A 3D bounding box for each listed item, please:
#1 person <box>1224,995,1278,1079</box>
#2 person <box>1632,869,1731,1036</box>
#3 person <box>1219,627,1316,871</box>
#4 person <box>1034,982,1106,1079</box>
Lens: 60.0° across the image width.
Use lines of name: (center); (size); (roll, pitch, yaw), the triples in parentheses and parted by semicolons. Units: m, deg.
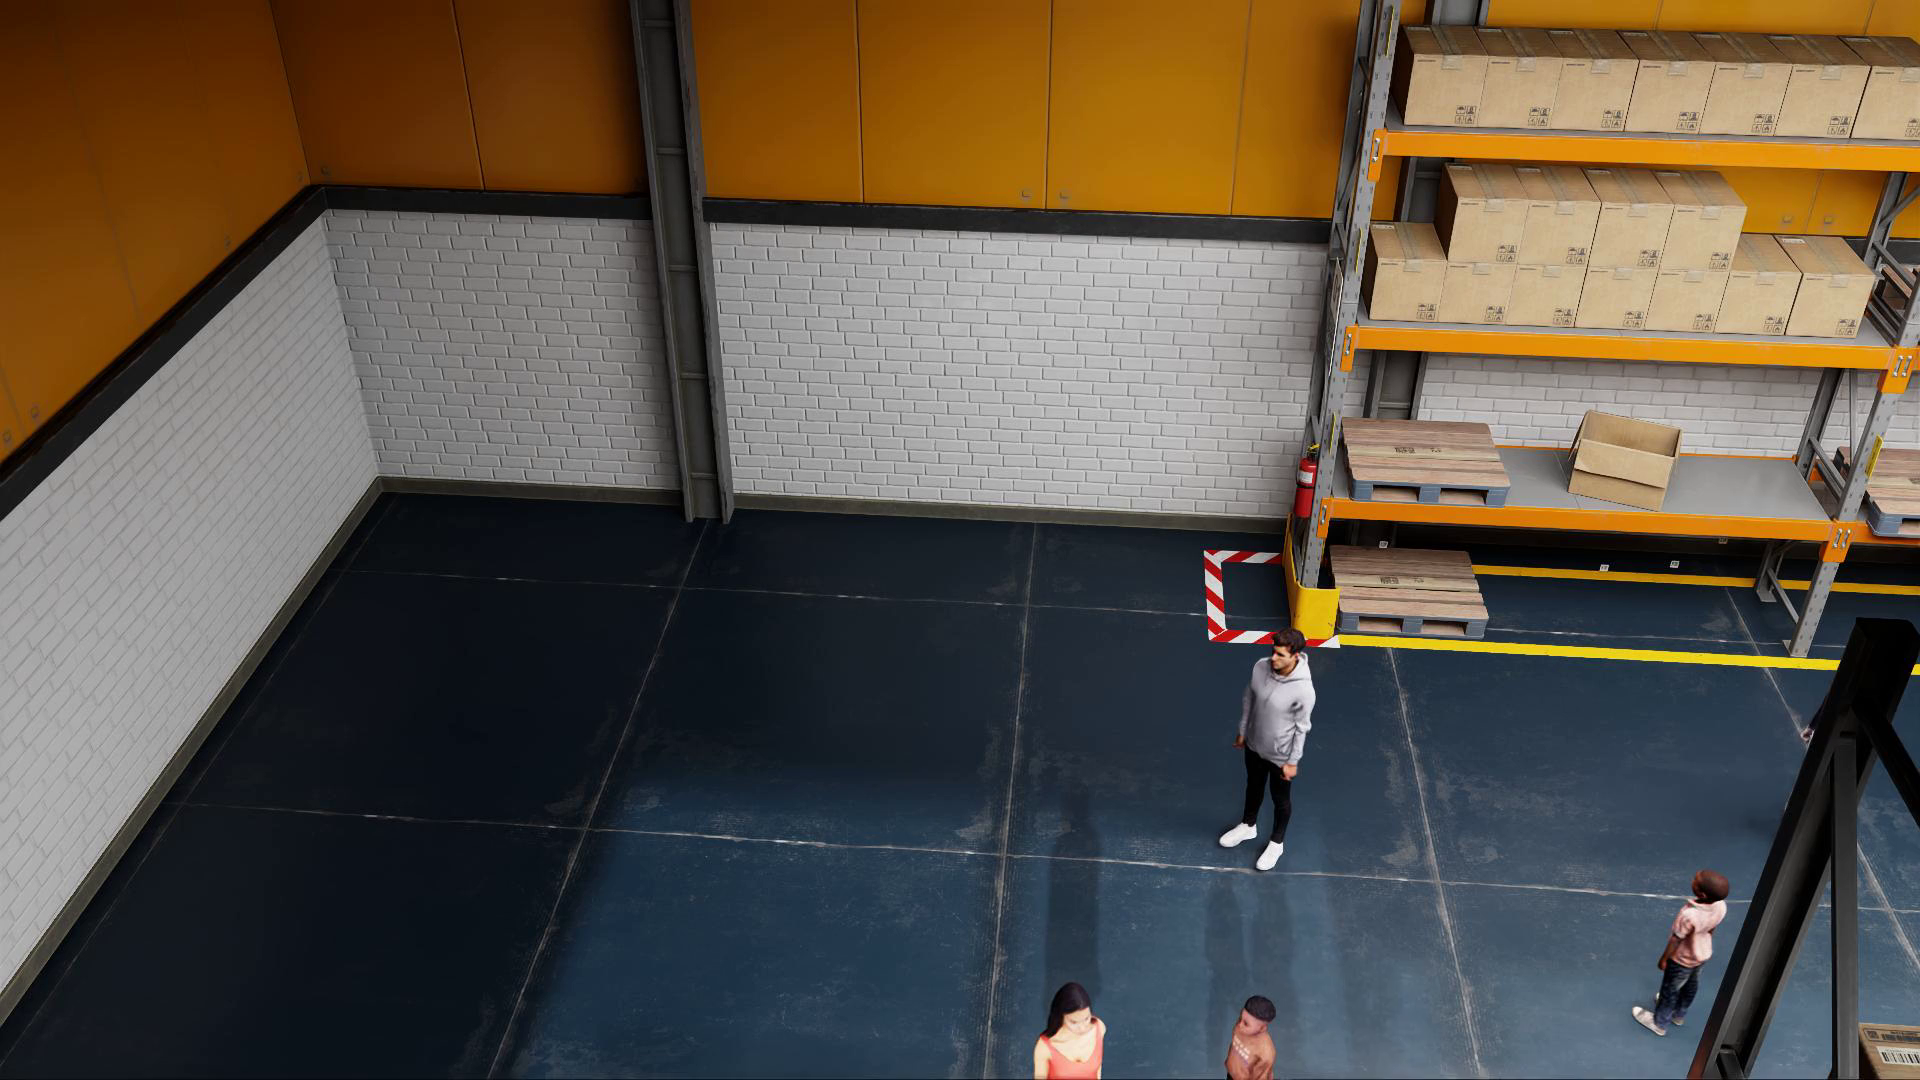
person: (1.700, 3.023, 9.333); (0.984, 1.232, 0.793); (-15, 36, -21)
person: (4.427, 2.492, 10.064); (0.567, 1.308, 0.649); (-14, 36, -20)
person: (2.116, 1.363, 11.200); (0.837, 1.930, 0.764); (-28, 43, -35)
person: (0.572, 3.014, 8.908); (0.634, 1.718, 0.731); (-17, 37, -23)
